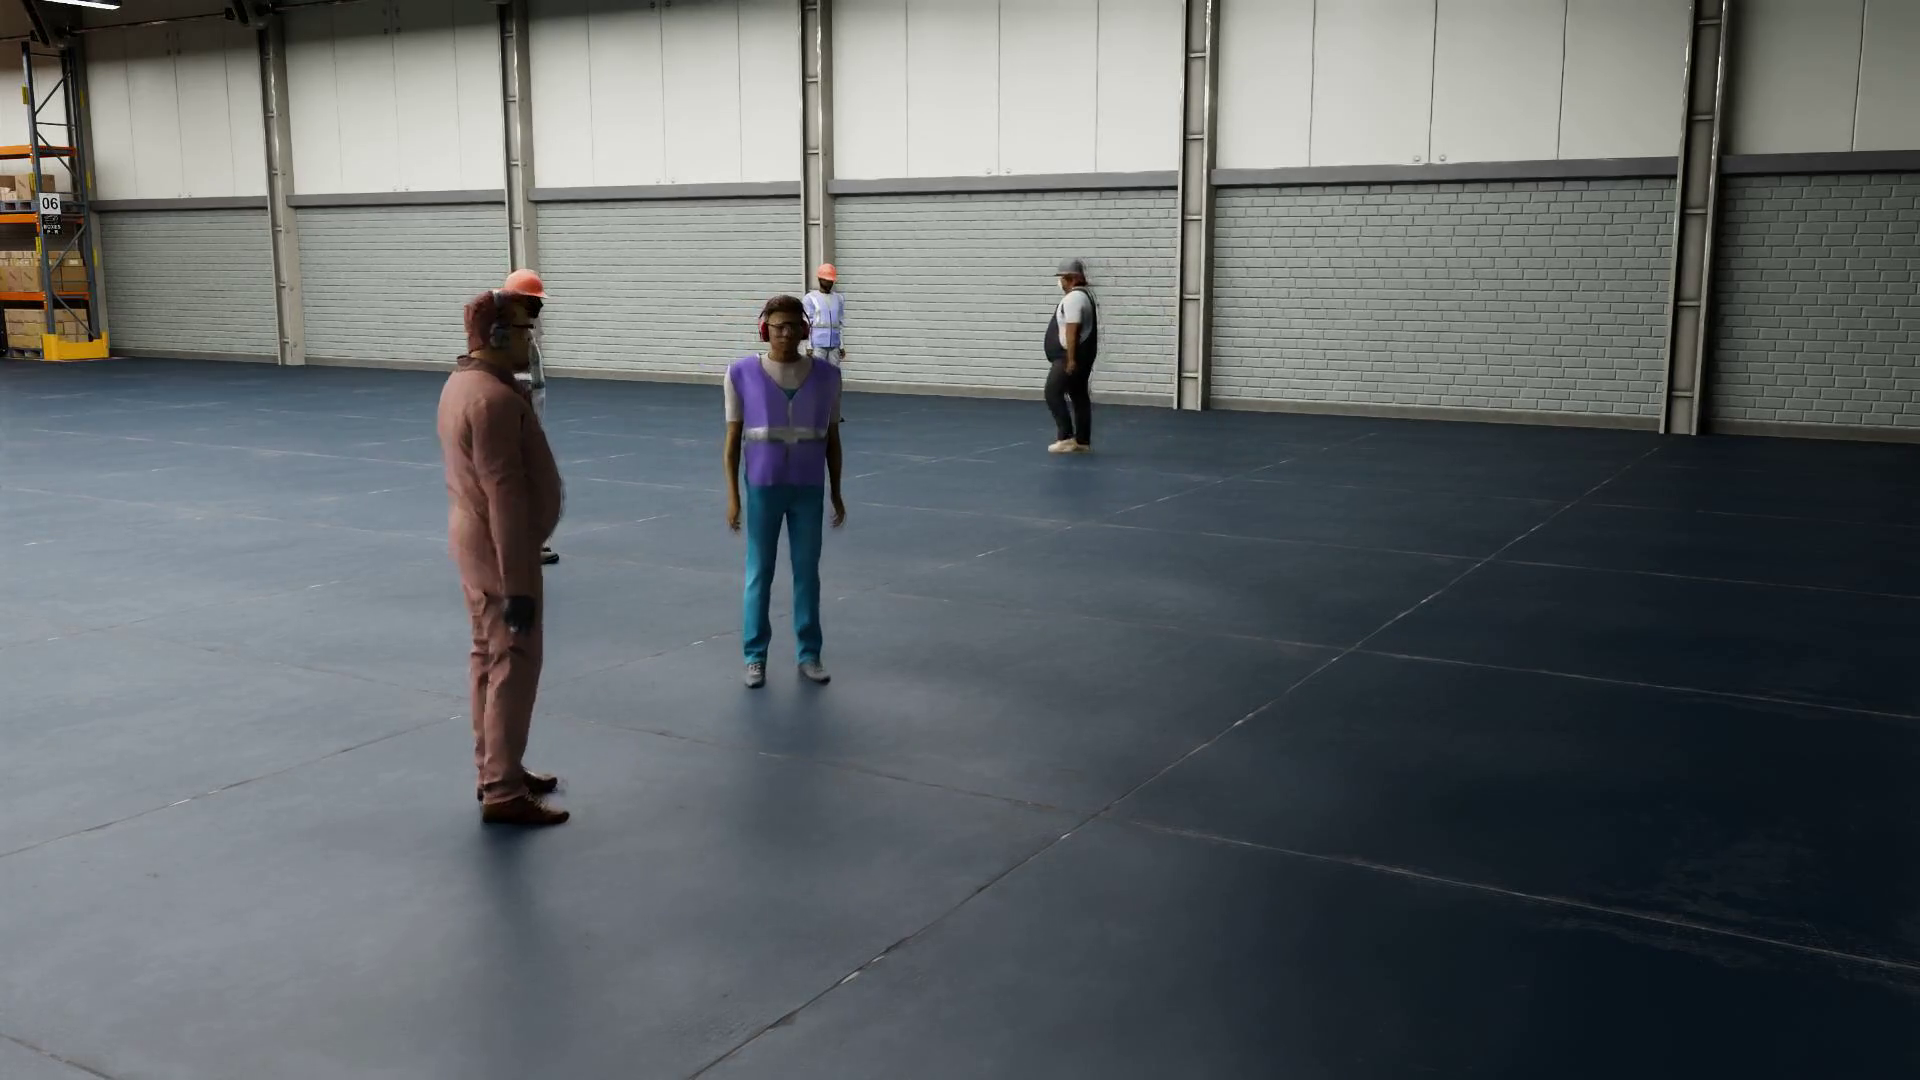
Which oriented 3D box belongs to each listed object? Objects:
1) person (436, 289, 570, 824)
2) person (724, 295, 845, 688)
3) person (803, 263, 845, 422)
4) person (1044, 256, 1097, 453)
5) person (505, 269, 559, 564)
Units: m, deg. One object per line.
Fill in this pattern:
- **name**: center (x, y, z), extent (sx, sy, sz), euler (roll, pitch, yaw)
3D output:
- **person**: center (-1.640, 0.060, 6.004), extent (0.402, 1.905, 0.709), euler (-5, 11, -26)
- **person**: center (-0.835, -0.233, 7.883), extent (0.570, 1.840, 0.374), euler (-3, 10, -19)
- **person**: center (-1.628, -2.380, 20.181), extent (0.544, 1.937, 0.358), euler (-7, 12, -34)
- **person**: center (1.105, -1.886, 16.980), extent (0.582, 2.000, 0.711), euler (3, 10, 16)
- **person**: center (-2.860, -0.808, 10.979), extent (0.363, 1.933, 0.552), euler (-4, 10, -21)
